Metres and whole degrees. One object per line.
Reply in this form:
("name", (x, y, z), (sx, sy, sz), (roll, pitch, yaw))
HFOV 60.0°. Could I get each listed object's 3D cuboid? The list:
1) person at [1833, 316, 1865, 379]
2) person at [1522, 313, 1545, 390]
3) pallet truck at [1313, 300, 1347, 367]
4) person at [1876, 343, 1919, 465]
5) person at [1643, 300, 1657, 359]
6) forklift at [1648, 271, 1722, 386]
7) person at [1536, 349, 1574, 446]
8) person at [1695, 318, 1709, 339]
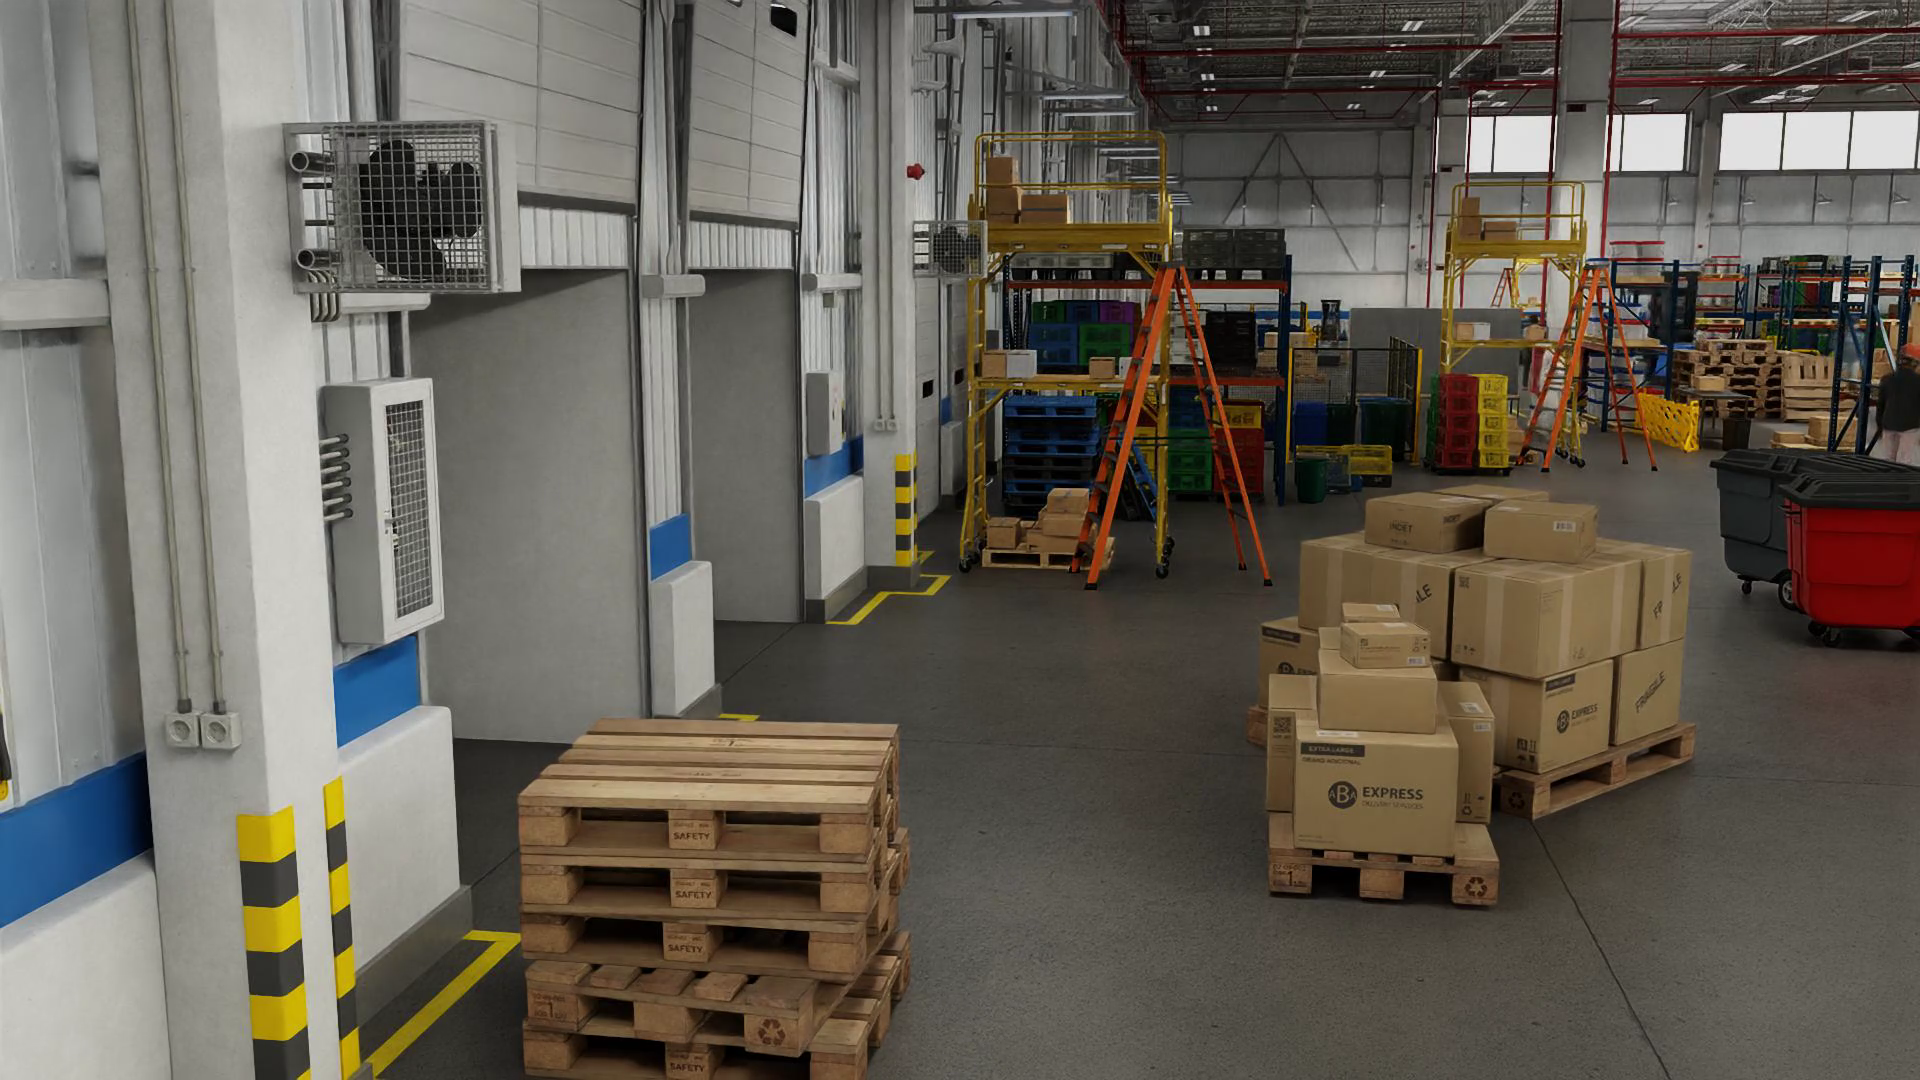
("person", (18.129, -3.604, 33.946), (0.643, 1.919, 0.566), (1, 9, 6))
("person", (13.643, -4.466, 39.530), (0.530, 1.829, 0.371), (-2, 9, -9))
("pallet truck", (11.159, -6.200, 49.718), (0.823, 1.965, 1.885), (4, 10, 26))
("person", (11.246, -1.350, 19.823), (0.402, 1.990, 0.622), (-5, 10, -27))
("person", (21.533, -6.519, 51.920), (0.375, 1.932, 0.544), (5, 10, 28))
("forklift", (17.345, -5.090, 40.156), (1.129, 2.768, 1.873), (-4, 10, -24))
("person", (9.649, -2.429, 26.859), (0.592, 1.867, 0.416), (-4, 10, -26))
("person", (17.327, -4.322, 38.919), (0.308, 1.744, 0.485), (5, 11, 29))
